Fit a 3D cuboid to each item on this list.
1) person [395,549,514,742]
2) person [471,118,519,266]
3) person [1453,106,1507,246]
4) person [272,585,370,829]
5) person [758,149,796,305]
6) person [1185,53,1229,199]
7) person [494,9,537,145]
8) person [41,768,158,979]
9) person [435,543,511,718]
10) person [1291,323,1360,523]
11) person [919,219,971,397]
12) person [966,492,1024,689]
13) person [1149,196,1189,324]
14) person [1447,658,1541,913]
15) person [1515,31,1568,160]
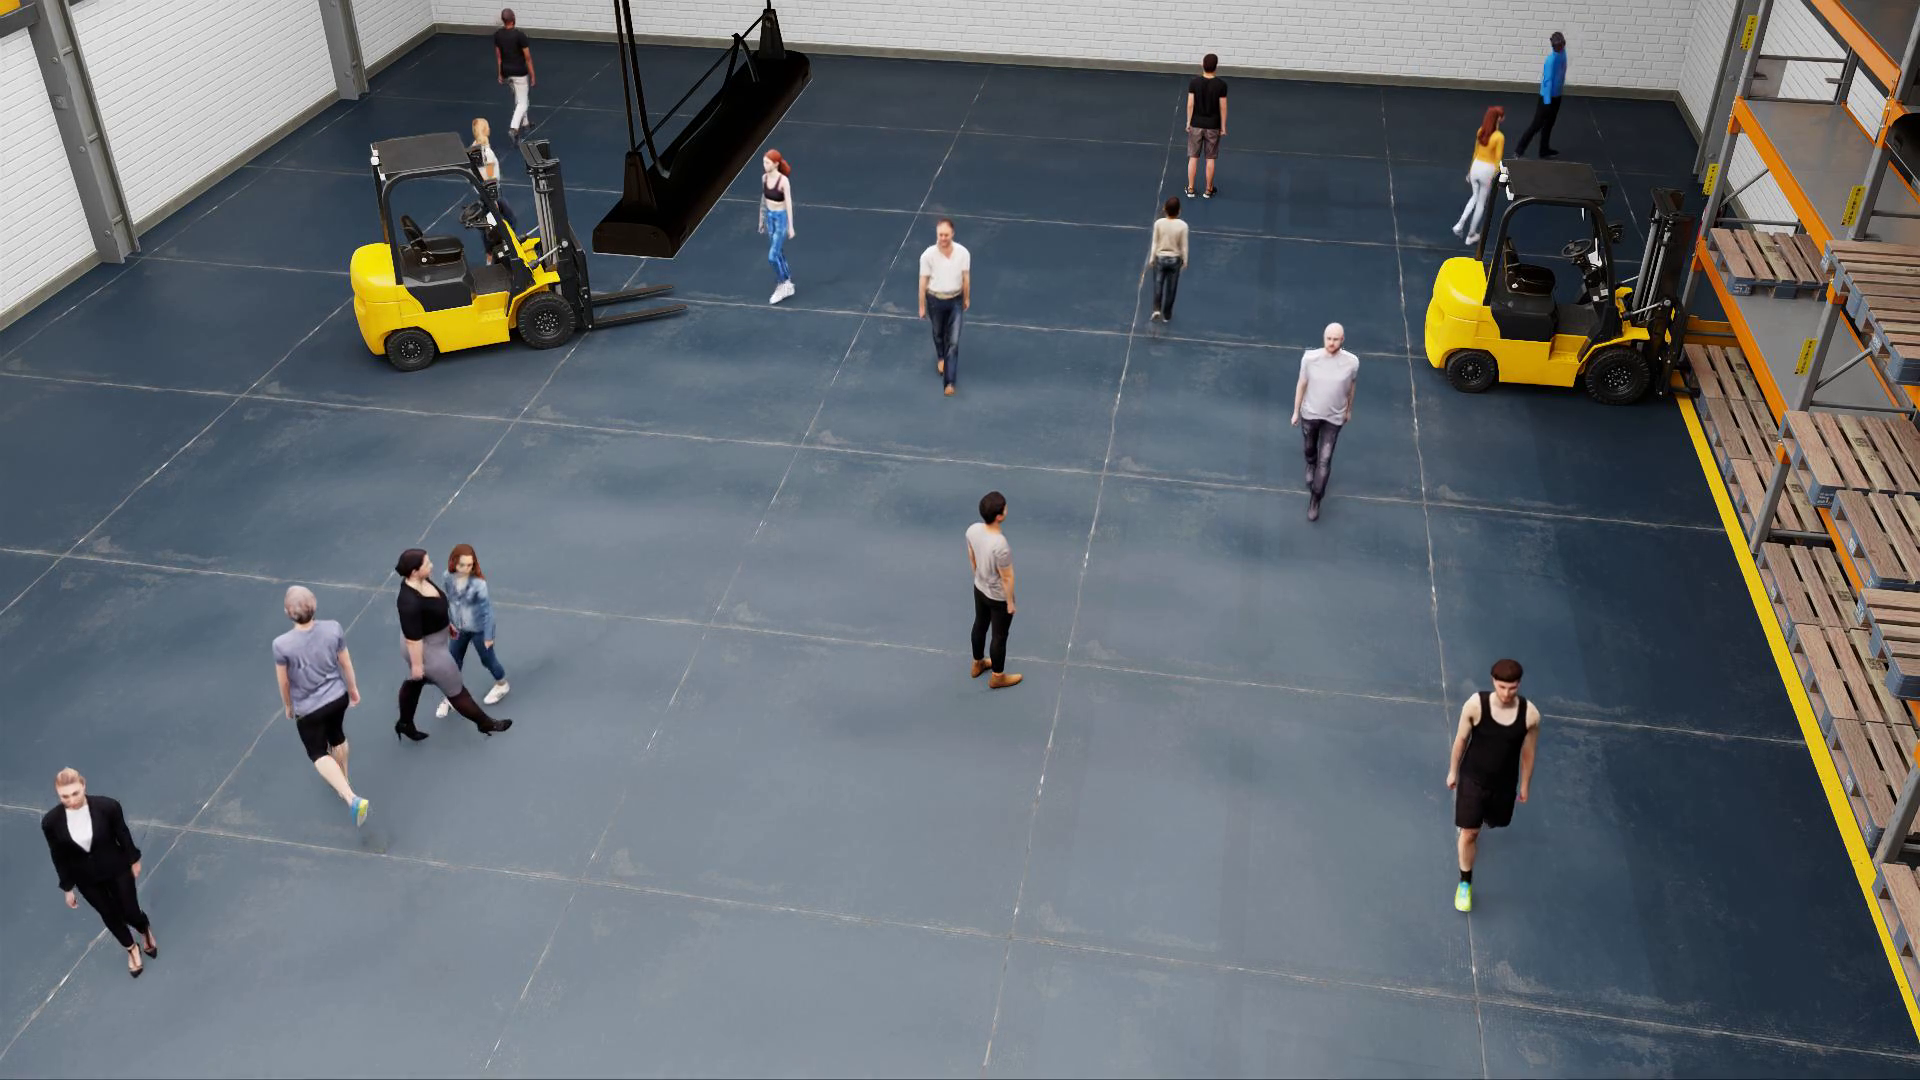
[{"bbox_3d":[-4.009,0.832,12.183,1.014,1.710,1.138,-7,34,-11],"label":"person"},{"bbox_3d":[-5.558,-3.995,19.366,0.837,1.796,0.780,-23,40,-31],"label":"person"},{"bbox_3d":[6.213,-4.349,19.949,0.862,1.740,0.805,-19,38,-26],"label":"person"},{"bbox_3d":[-4.398,1.175,11.532,1.092,1.859,1.072,-28,43,-35],"label":"person"},{"bbox_3d":[-1.986,-3.548,18.715,0.737,1.773,0.802,28,43,35],"label":"person"},{"bbox_3d":[3.131,-5.304,21.276,0.668,1.862,0.577,7,34,10],"label":"person"},{"bbox_3d":[-6.174,-6.387,22.983,0.741,1.776,1.185,9,35,13],"label":"person"},{"bbox_3d":[-5.356,2.035,10.385,0.724,1.695,0.748,-12,35,-17],"label":"person"},{"bbox_3d":[-3.660,0.645,12.697,0.687,1.451,0.866,18,37,24],"label":"person"},{"bbox_3d":[3.312,-1.181,15.127,0.777,1.802,1.244,11,35,16],"label":"person"},{"bbox_3d":[-0.159,-2.459,17.055,0.741,1.797,1.278,2,34,3],"label":"person"},{"bbox_3d":[0.249,0.375,12.857,0.730,1.724,0.682,-24,40,-31],"label":"person"},{"bbox_3d":[2.264,-3.033,18.230,0.571,1.452,0.631,7,34,10],"label":"person"},{"bbox_3d":[3.504,1.520,11.006,0.678,1.865,1.083,6,34,9],"label":"person"},{"bbox_3d":[7.948,-5.972,22.356,1.019,1.779,0.870,14,36,20],"label":"person"}]
